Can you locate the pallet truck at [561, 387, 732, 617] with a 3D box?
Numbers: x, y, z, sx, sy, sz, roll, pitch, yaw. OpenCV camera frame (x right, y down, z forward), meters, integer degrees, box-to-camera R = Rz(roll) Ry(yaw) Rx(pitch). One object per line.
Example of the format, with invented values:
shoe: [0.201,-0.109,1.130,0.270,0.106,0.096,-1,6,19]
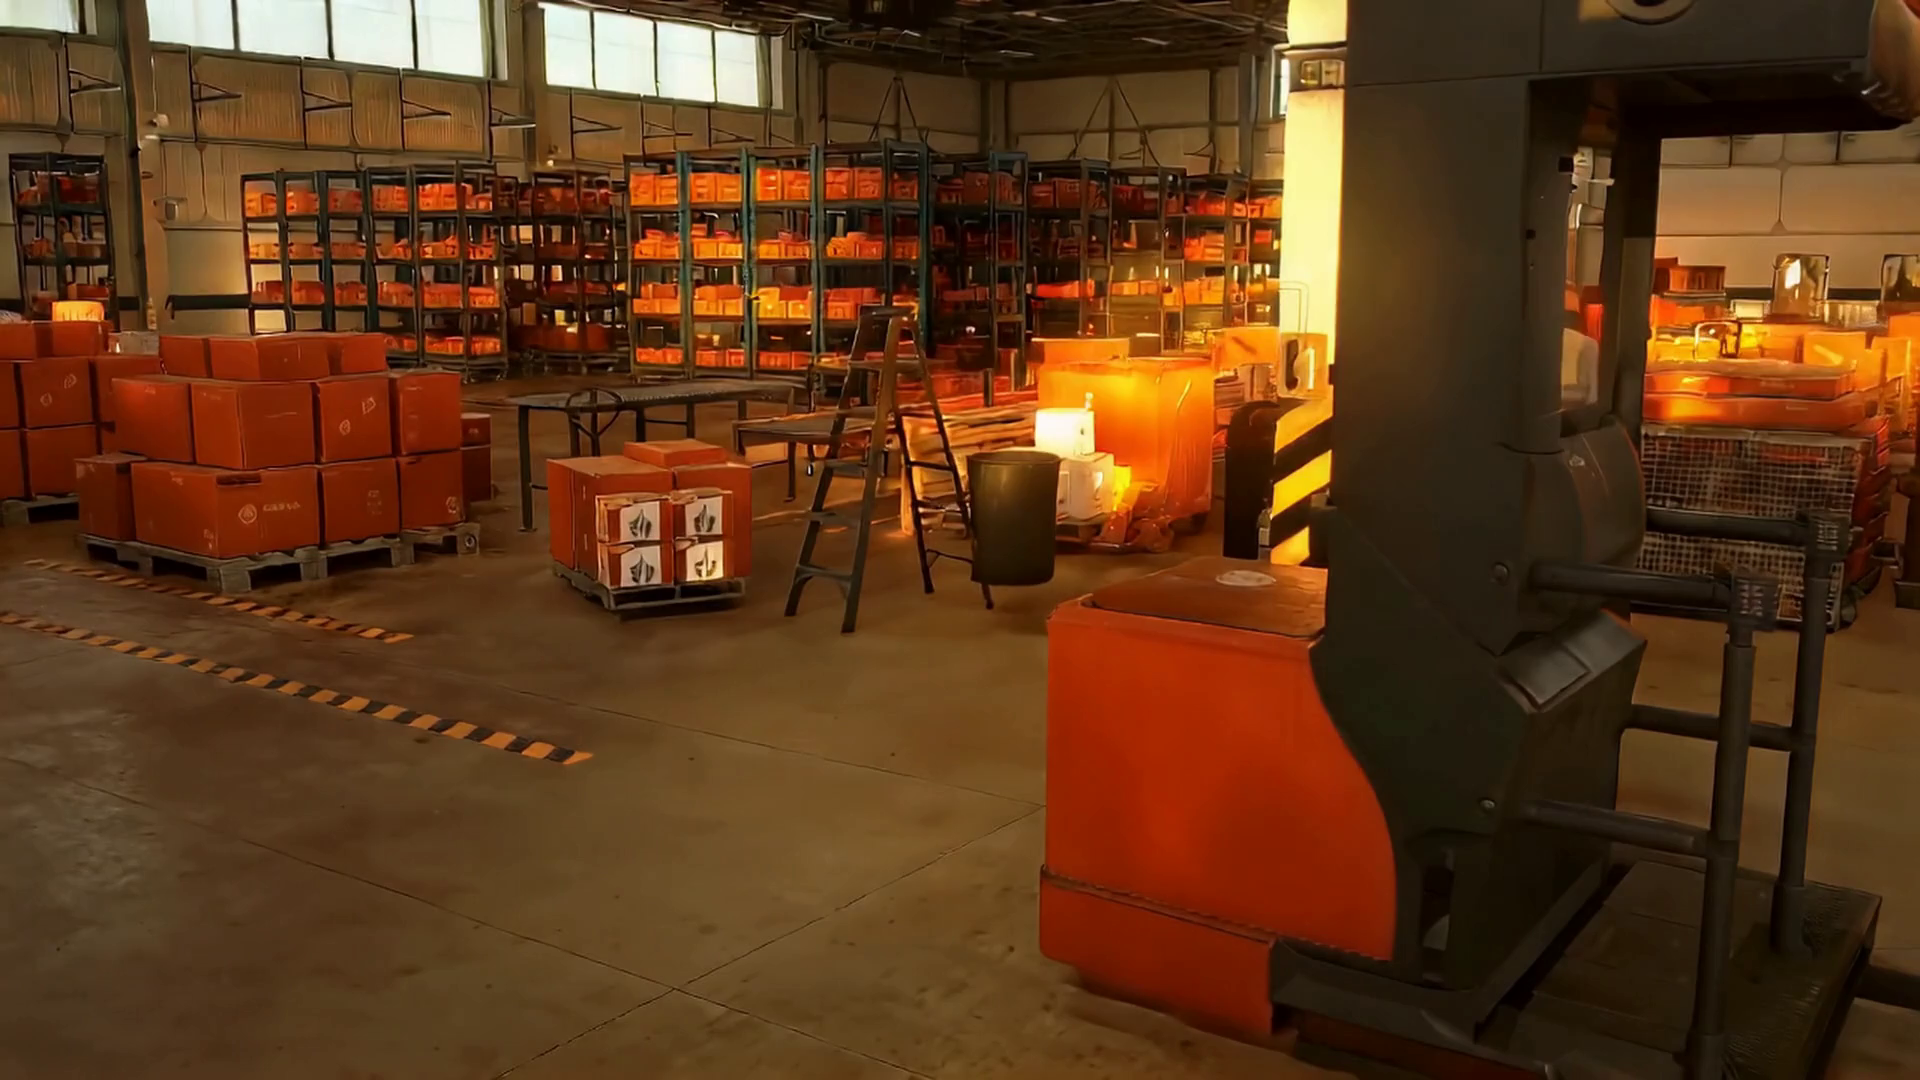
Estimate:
pallet truck: [-1.981,-0.274,10.088,0.680,1.201,1.601,-5,11,-28]

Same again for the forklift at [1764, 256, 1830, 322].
forklift: [20.253,-5.854,40.139,1.157,1.987,2.680,7,12,35]

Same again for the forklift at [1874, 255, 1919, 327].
forklift: [22.089,-5.634,38.796,1.157,1.987,2.680,6,11,33]

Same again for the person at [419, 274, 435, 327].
person: [-11.566,-4.894,36.079,0.359,1.742,0.563,4,10,24]

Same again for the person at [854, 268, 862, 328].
person: [-2.074,-4.613,33.493,0.365,2.048,0.607,-1,10,-8]

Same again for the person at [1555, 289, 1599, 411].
person: [4.852,-1.135,13.537,0.615,1.802,0.855,4,10,23]

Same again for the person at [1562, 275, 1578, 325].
person: [12.176,-4.479,33.622,0.814,1.734,0.523,-8,13,-41]

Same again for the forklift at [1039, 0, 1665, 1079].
forklift: [1.249,-0.137,4.360,1.873,2.768,1.129,7,12,35]

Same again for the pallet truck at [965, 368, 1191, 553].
pallet truck: [0.845,-0.609,11.869,1.630,1.274,0.653,7,12,35]
